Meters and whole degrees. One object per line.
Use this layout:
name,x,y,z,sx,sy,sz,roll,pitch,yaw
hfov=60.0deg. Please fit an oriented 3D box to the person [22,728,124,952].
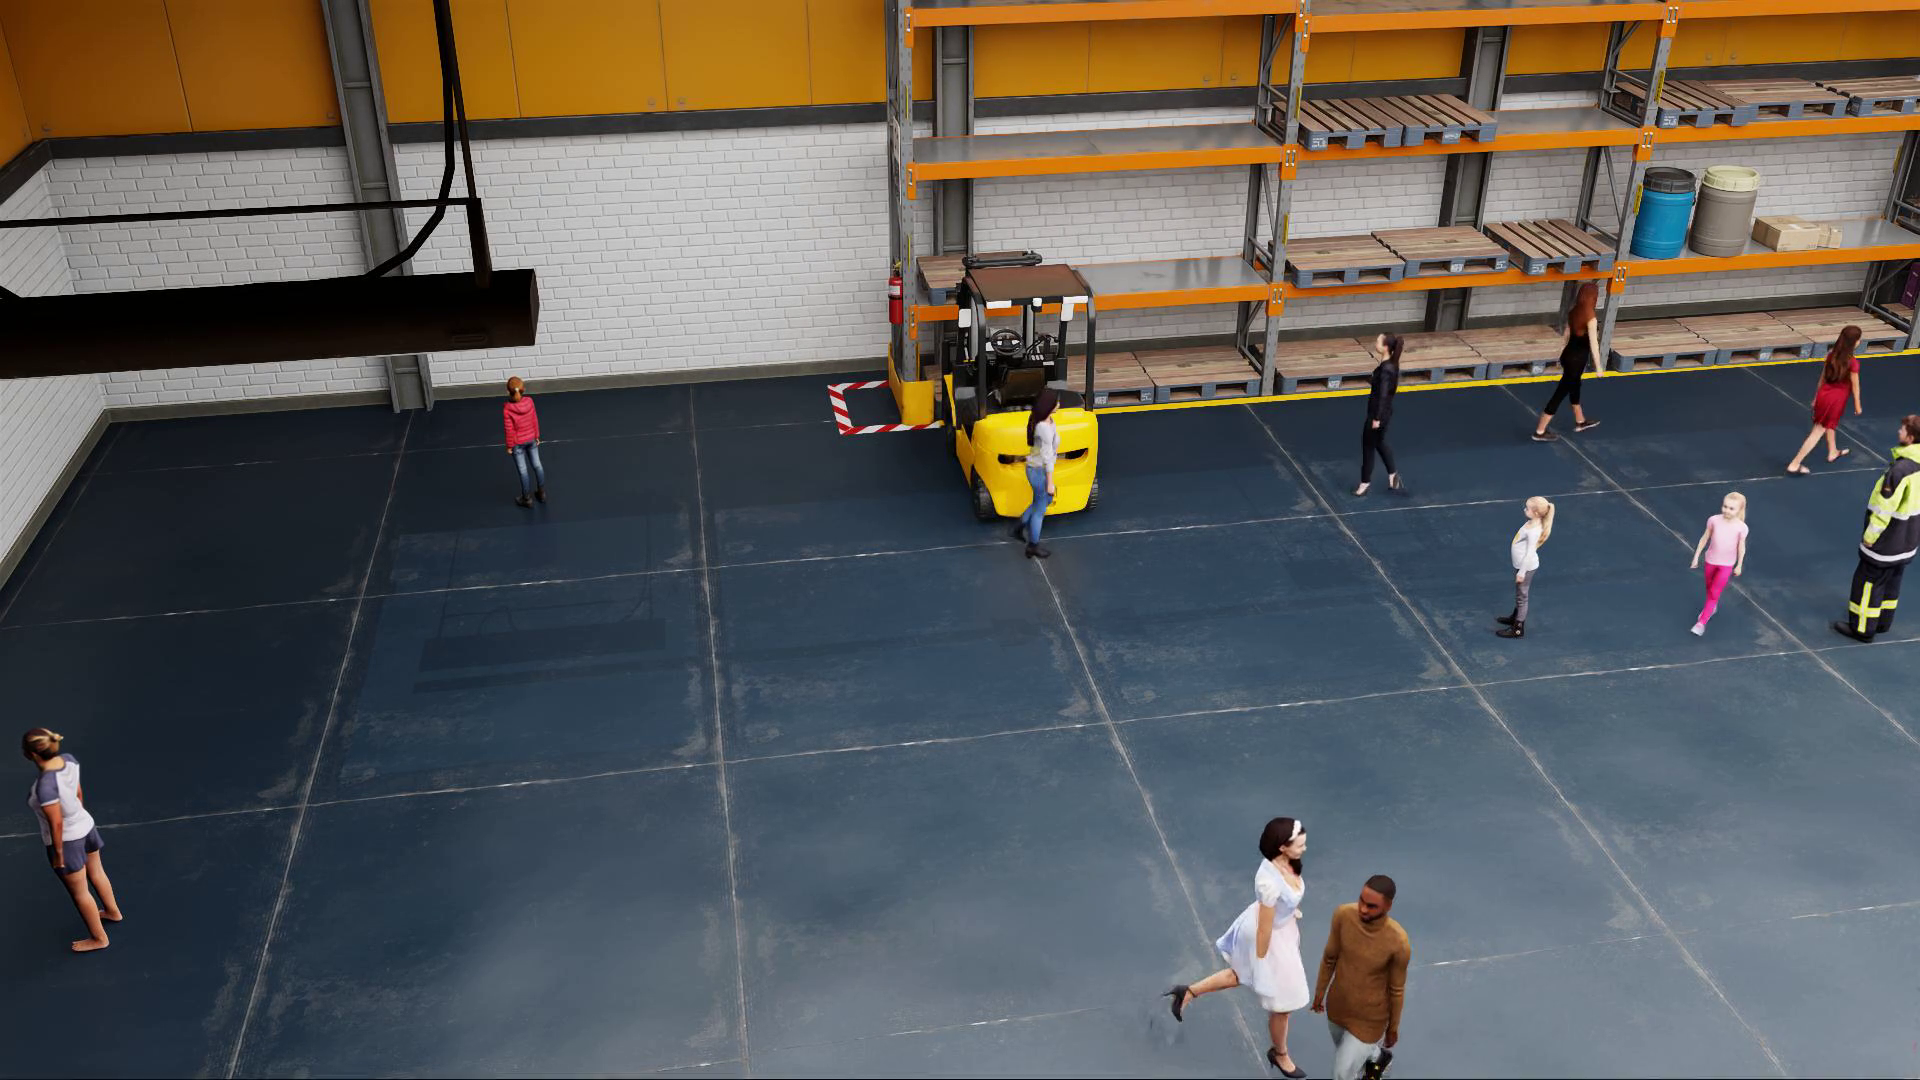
person,-5.583,1.855,10.439,0.569,1.625,0.605,-2,29,-3

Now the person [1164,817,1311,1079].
person,1.655,2.296,9.463,1.213,1.786,1.032,11,31,19

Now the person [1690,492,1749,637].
person,6.387,0.158,13.950,0.823,1.242,0.941,24,37,37

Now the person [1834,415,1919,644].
person,7.660,-0.092,13.648,0.784,1.971,0.930,-19,34,-31

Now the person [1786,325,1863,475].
person,8.558,-1.343,16.423,1.101,1.509,0.634,-8,30,-15

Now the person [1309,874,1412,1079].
person,2.209,2.516,9.062,1.051,1.783,1.213,25,37,38

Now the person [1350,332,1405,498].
person,4.055,-1.202,15.954,0.845,1.711,0.771,11,30,19

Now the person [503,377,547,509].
person,-4.162,-0.942,15.887,0.567,1.317,0.651,-24,37,-37

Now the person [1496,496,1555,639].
person,4.705,0.209,13.817,0.612,1.279,0.572,9,30,16

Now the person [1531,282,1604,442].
person,6.195,-1.788,17.050,1.022,1.691,0.590,-4,29,-6

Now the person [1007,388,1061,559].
person,0.636,-0.592,14.939,0.688,1.611,0.658,-1,29,-1
